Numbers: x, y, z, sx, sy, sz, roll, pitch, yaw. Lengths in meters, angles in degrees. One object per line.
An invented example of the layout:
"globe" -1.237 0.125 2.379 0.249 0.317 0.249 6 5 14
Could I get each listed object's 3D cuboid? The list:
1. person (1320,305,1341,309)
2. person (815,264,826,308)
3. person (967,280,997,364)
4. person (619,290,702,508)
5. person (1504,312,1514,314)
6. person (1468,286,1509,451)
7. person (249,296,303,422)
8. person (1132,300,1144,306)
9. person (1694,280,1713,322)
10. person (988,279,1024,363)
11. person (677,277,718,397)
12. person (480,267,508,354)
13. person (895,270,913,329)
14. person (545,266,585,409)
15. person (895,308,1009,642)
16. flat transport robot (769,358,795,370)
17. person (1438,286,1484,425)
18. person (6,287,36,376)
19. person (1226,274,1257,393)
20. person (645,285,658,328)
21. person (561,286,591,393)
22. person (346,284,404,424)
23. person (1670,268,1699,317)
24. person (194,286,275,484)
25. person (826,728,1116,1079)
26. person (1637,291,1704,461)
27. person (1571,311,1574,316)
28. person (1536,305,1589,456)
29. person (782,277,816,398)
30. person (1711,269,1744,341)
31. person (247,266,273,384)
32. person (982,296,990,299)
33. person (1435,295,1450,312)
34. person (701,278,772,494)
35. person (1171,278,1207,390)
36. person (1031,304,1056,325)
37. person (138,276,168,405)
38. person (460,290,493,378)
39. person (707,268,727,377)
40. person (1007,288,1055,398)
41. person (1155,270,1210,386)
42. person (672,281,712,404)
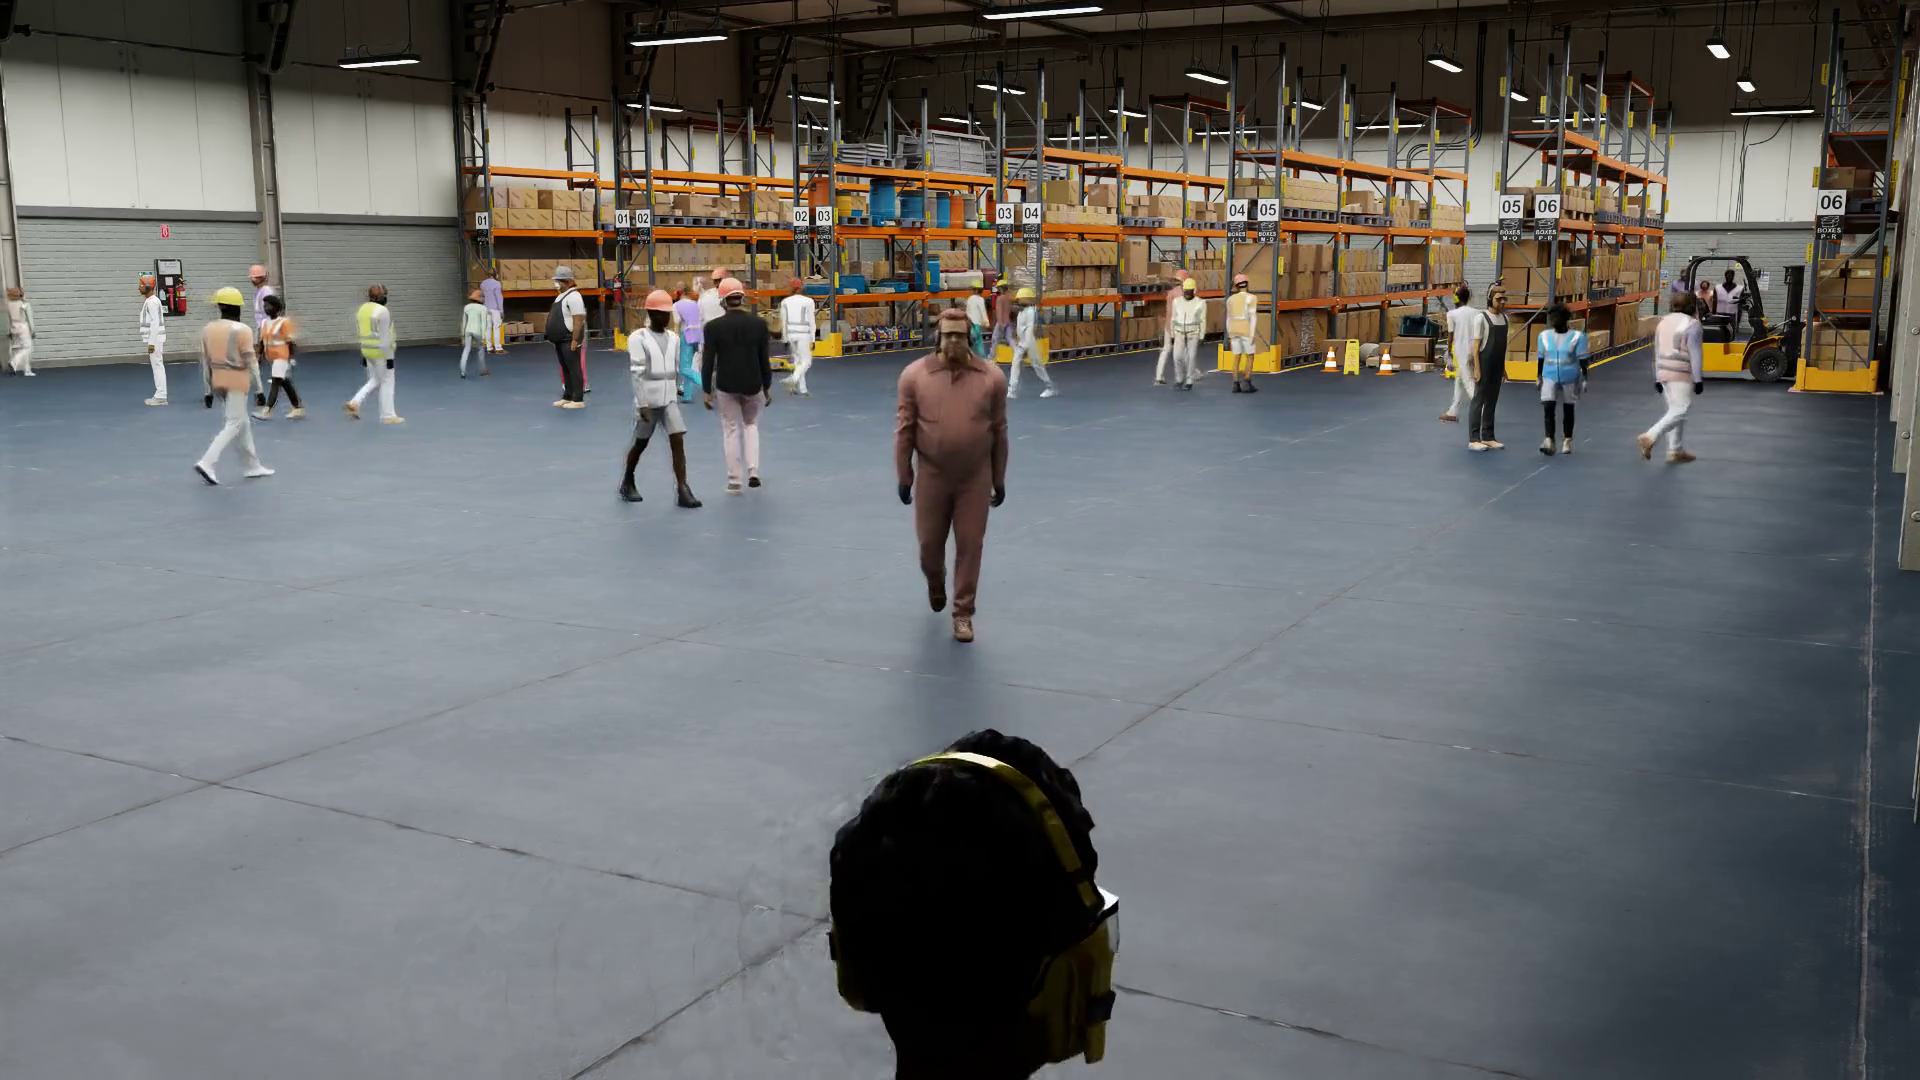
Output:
"person" 9.131 -5.749 40.883 0.589 1.908 0.647 6 11 30
"person" -4.024 -6.929 47.625 0.607 1.966 0.367 8 13 41
"person" 0.316 -4.208 32.437 0.928 1.720 0.526 -5 11 -25
"person" -2.675 -1.239 14.551 0.548 1.894 0.997 -9 13 -42
"person" 15.294 -6.655 46.264 0.589 1.892 0.654 0 10 -2
"person" 5.961 -1.925 18.682 0.506 1.846 0.351 -6 11 -31
"person" -9.070 -2.387 21.936 0.546 1.643 0.886 6 11 32
"person" 5.391 -7.225 49.620 0.558 1.872 0.983 1 10 4
"person" 17.425 -5.293 39.028 0.528 1.624 0.365 6 11 32
"person" 0.886 -4.348 33.269 0.896 1.715 0.537 5 11 27
"person" -3.963 -3.109 25.608 1.023 1.842 0.649 0 10 -3
"person" -10.355 -5.085 36.914 0.628 1.940 0.373 6 11 32
"person" -1.505 -6.074 43.068 0.633 1.810 0.439 4 10 21
"person" -5.662 -2.901 23.826 0.536 2.000 0.688 -6 11 -30
"person" -0.042 -0.393 9.581 0.658 1.887 0.682 0 10 -3
"flat transport robot" -3.881 -3.319 31.446 1.431 0.197 0.652 -6 12 -33
"person" 6.593 -2.384 21.542 0.504 1.805 0.974 -4 11 -23
"person" -16.929 -3.736 29.921 0.524 1.623 0.608 3 10 16
"person" 4.494 -3.301 26.596 0.563 1.890 0.543 6 12 33
"person" -5.886 -4.132 32.274 0.565 1.613 0.520 -1 10 -9
"person" -6.204 -3.213 26.600 0.544 1.714 0.926 -6 12 -33
"person" -7.565 -2.387 21.473 0.635 1.824 0.605 8 13 39
"person" 18.084 -5.856 41.570 0.662 1.887 0.492 4 10 22
"person" -7.067 -1.497 16.053 0.595 1.895 0.936 5 11 26
"person" -0.093 1.066 1.268 0.535 1.826 0.981 7 12 35
"person" 7.482 -1.707 17.483 0.710 1.818 0.635 -2 10 -9
"person" 16.841 -6.578 45.532 1.050 1.989 0.614 5 11 27
"person" 6.537 -1.731 18.119 0.584 1.629 0.862 6 11 30
"person" -2.496 -3.073 25.371 0.577 1.859 0.637 4 11 25
"person" 16.191 -4.765 35.141 0.593 1.903 0.446 5 11 27
"person" -11.865 -3.623 28.143 0.860 2.003 0.633 -8 13 -40
"person" 0.807 -7.762 53.597 0.514 1.592 0.857 -4 11 -24
"person" 13.803 -6.864 47.641 0.728 1.835 0.501 2 10 14
"person" -2.057 -1.409 15.266 0.644 1.973 0.461 -4 10 -21
"person" 3.655 -3.309 26.846 0.607 1.812 0.670 4 10 21
"person" 1.891 -5.216 37.701 0.627 1.933 0.356 0 10 -1
"person" -11.827 -2.914 24.365 0.355 1.882 0.575 -5 11 -26
"person" -8.718 -3.683 29.756 0.580 1.580 0.858 4 10 20
"person" -4.320 -3.950 30.216 0.621 1.963 0.969 6 11 31
"person" 1.068 -3.022 25.548 0.897 1.700 0.495 -4 10 -22
"person" 3.729 -3.568 28.030 1.058 1.926 0.625 -6 11 -30
"person" -3.924 -2.883 24.364 0.665 1.825 0.576 5 11 26
